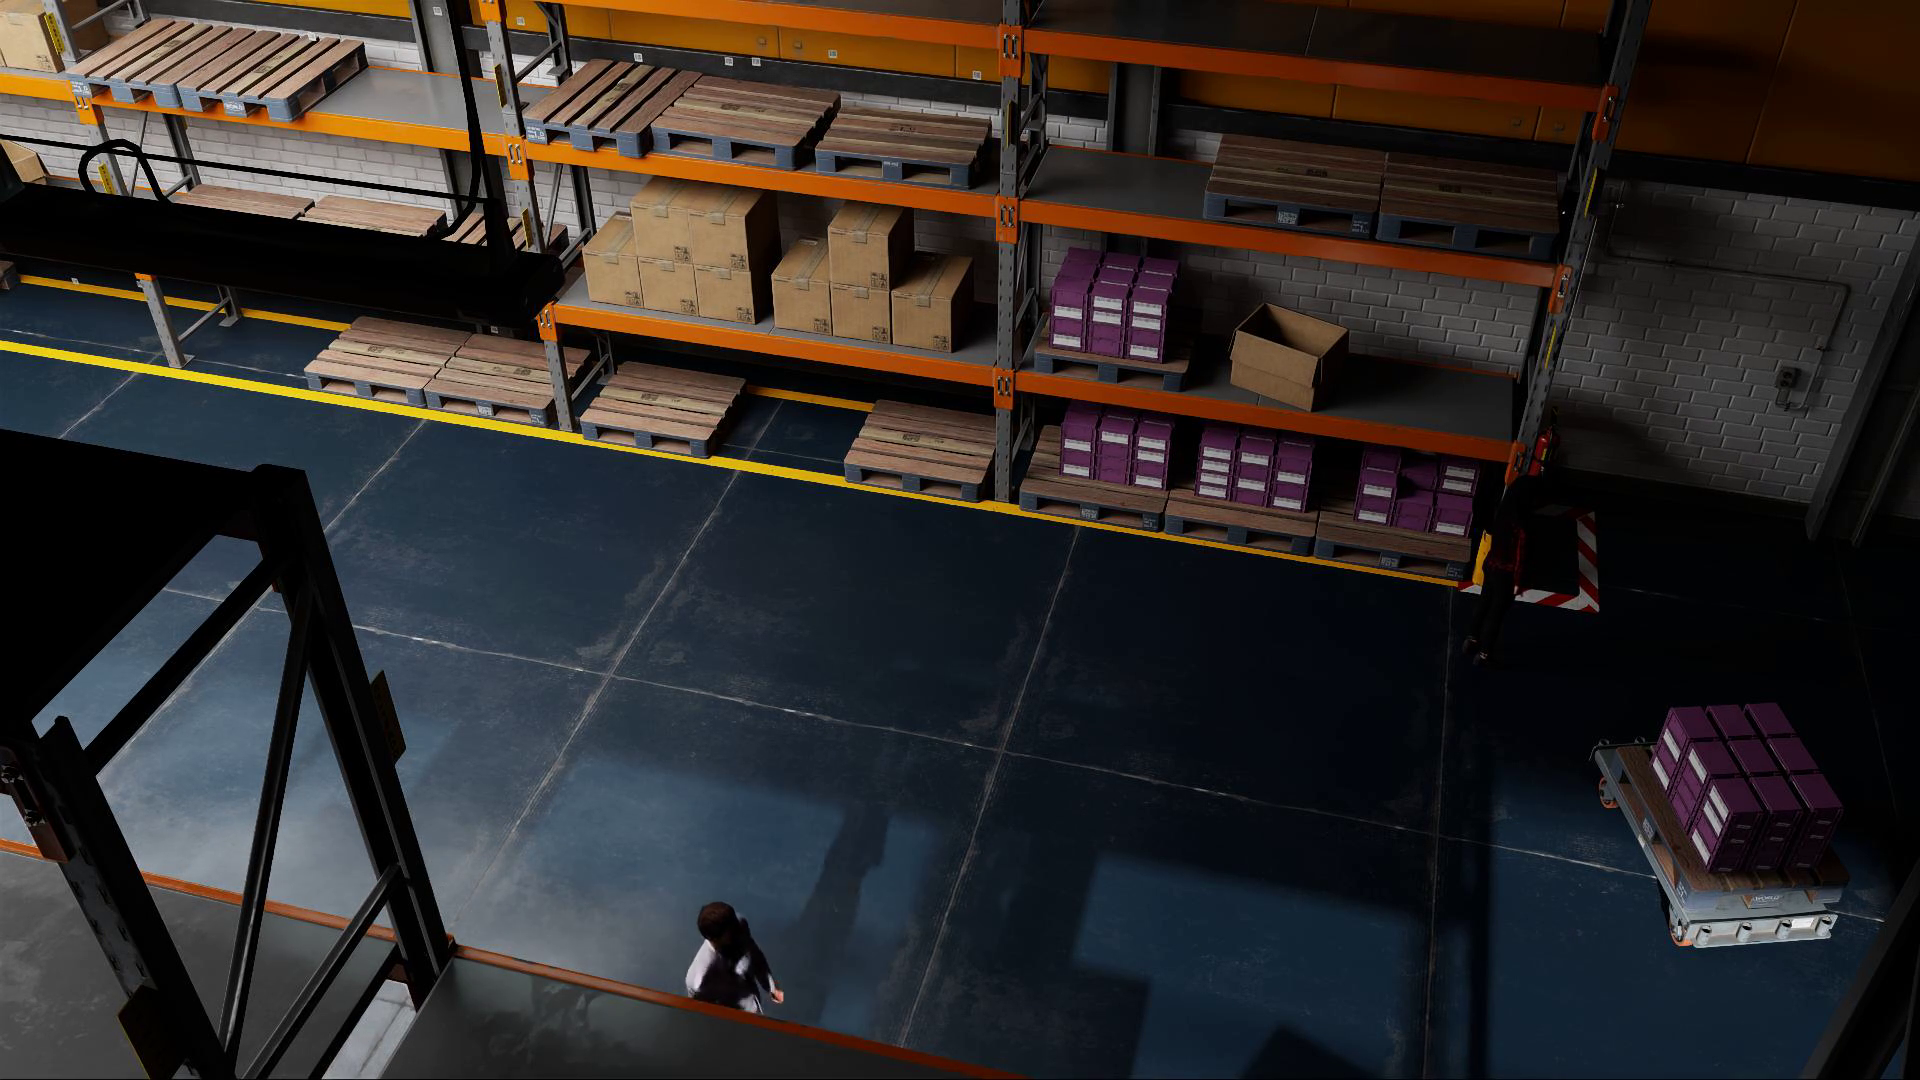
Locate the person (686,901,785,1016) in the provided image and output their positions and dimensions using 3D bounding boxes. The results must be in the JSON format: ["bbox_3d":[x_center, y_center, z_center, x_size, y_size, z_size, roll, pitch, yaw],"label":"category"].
[{"bbox_3d":[-1.315,2.525,8.984,1.197,1.815,0.708,11,40,13],"label":"person"}]

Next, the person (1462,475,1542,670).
[{"bbox_3d":[3.903,0.229,11.987,0.650,1.655,0.658,-7,39,-8],"label":"person"}]
